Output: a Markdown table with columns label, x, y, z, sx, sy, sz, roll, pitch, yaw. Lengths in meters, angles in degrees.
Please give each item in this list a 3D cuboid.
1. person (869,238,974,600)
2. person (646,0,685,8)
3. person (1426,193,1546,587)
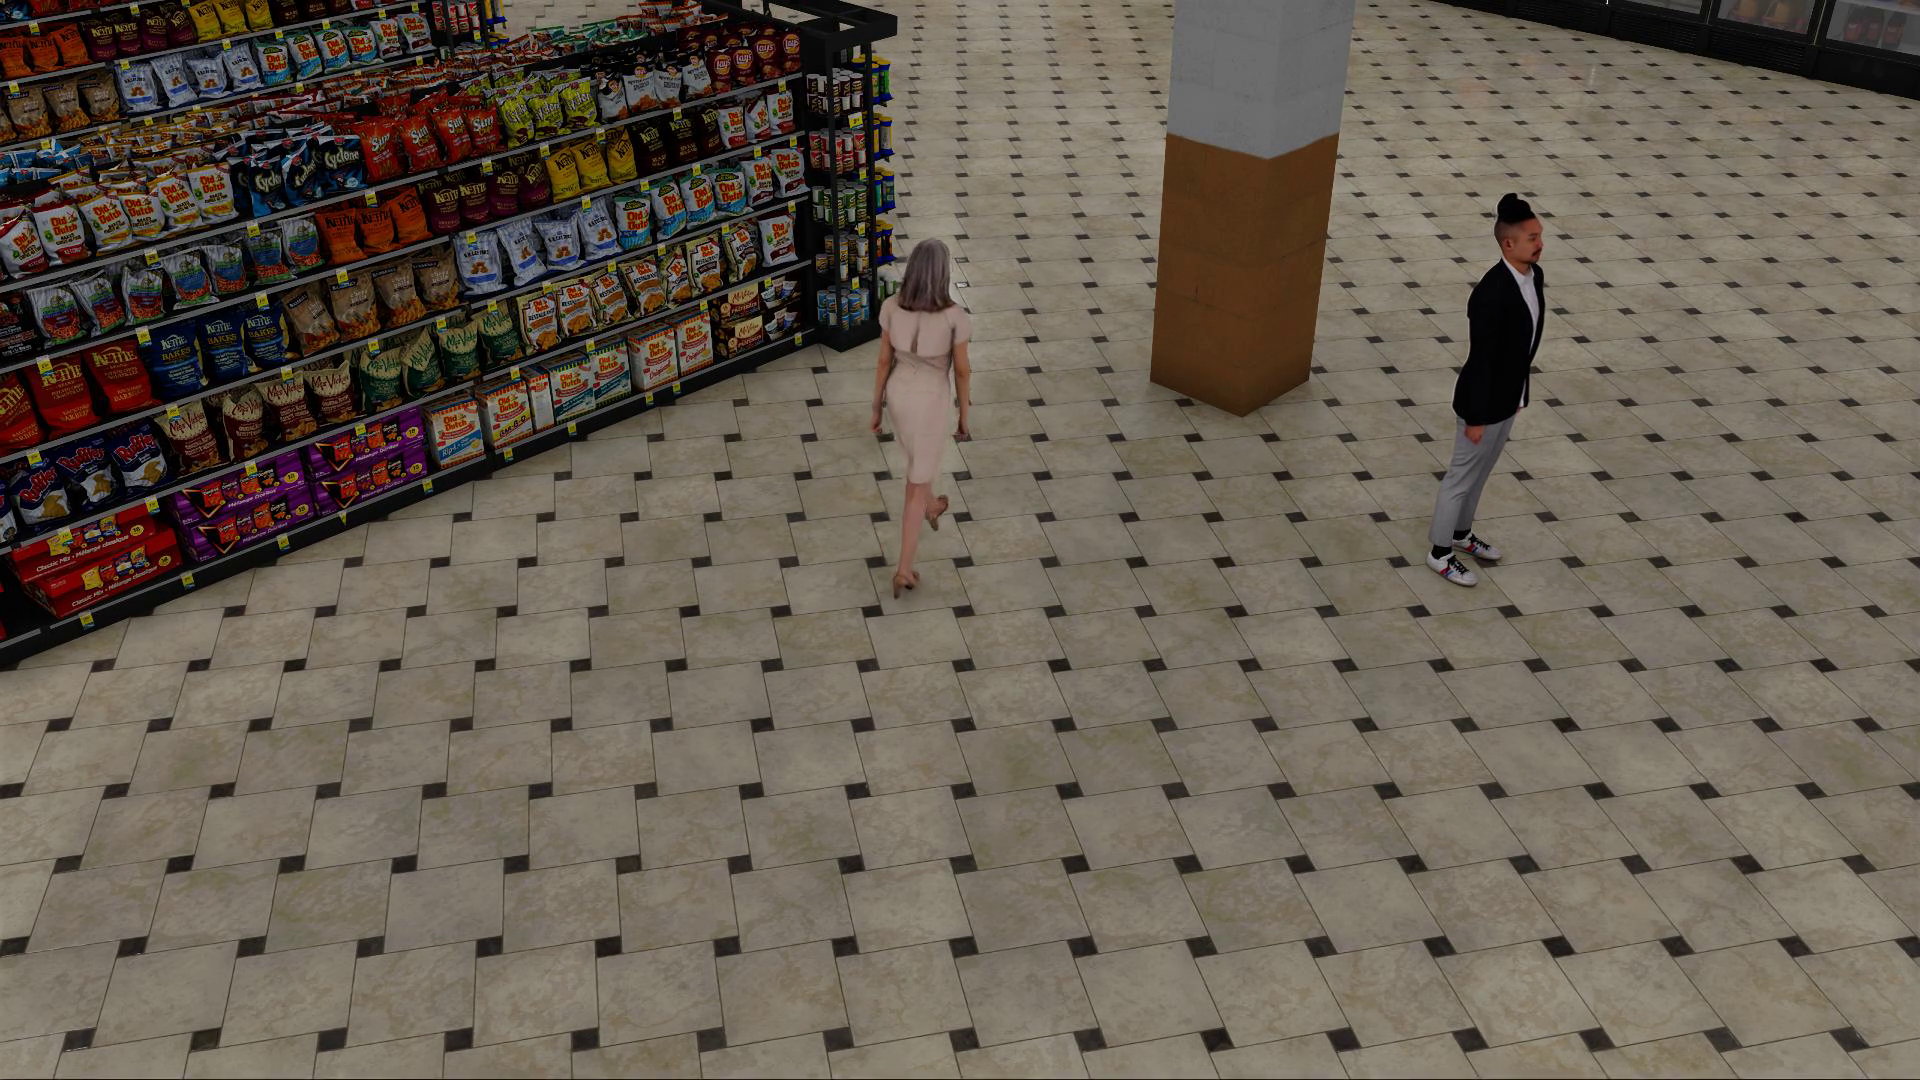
| label | x | y | z | sx | sy | sz | roll | pitch | yaw |
| --- | --- | --- | --- | --- | --- | --- | --- | --- | --- |
| person | -0.217 | -0.529 | 7.879 | 0.922 | 1.681 | 1.176 | 10 | 33 | 16 |
| person | -2.619 | -4.875 | 14.823 | 0.529 | 1.725 | 0.641 | -21 | 38 | -30 |
| person | 2.529 | -0.724 | 7.938 | 0.789 | 1.950 | 0.547 | 24 | 39 | 33 |
